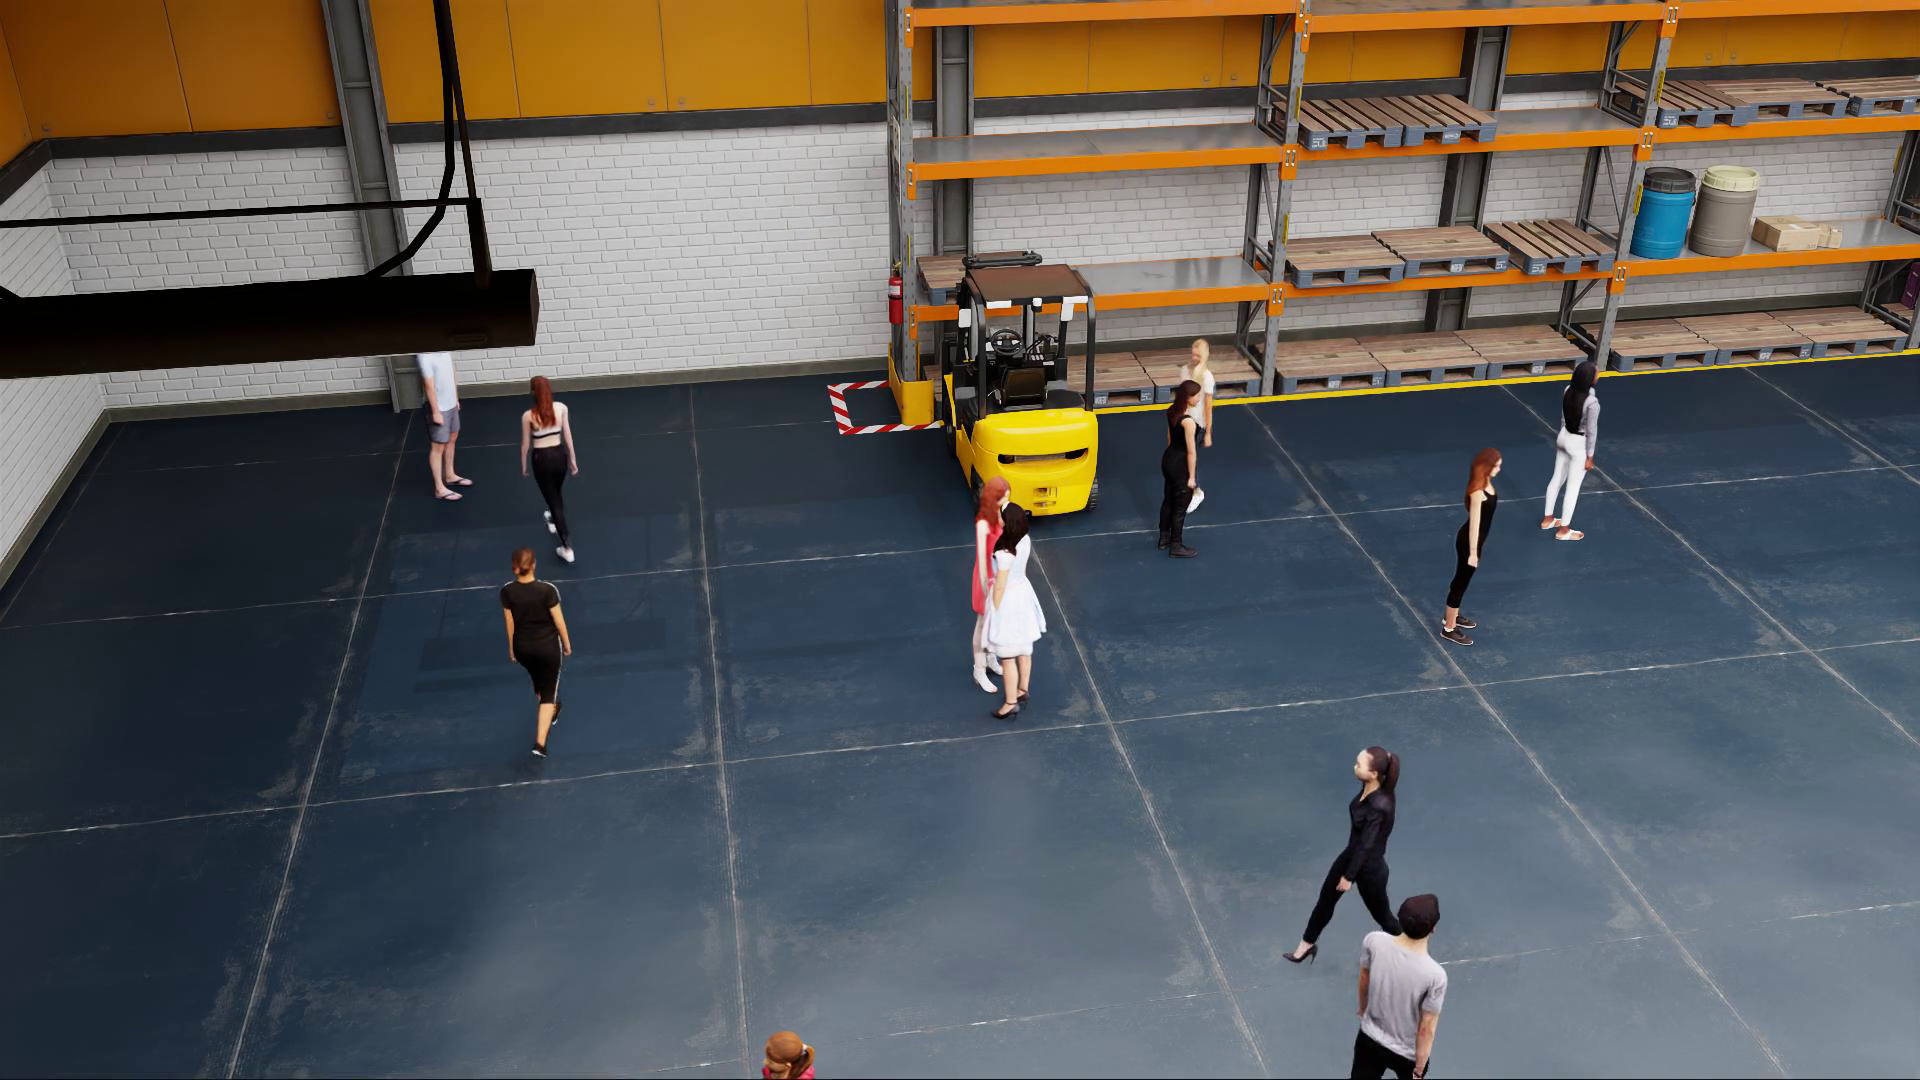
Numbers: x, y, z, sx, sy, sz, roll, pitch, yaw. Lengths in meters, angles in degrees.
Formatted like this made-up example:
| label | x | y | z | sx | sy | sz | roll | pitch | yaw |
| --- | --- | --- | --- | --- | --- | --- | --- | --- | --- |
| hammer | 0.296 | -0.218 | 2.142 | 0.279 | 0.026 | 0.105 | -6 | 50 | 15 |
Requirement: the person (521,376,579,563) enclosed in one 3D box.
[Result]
| label | x | y | z | sx | sy | sz | roll | pitch | yaw |
| --- | --- | --- | --- | --- | --- | --- | --- | --- | --- |
| person | -3.642 | -0.611 | 14.884 | 1.112 | 1.698 | 0.961 | -17 | 33 | -29 |

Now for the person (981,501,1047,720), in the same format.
| label | x | y | z | sx | sy | sz | roll | pitch | yaw |
| --- | --- | --- | --- | --- | --- | --- | --- | --- | --- |
| person | 0.398 | 0.538 | 12.658 | 0.912 | 1.812 | 0.859 | 14 | 32 | 24 |

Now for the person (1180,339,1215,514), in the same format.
| label | x | y | z | sx | sy | sz | roll | pitch | yaw |
| --- | --- | --- | --- | --- | --- | --- | --- | --- | --- |
| person | 2.275 | -1.063 | 15.605 | 0.702 | 1.801 | 0.752 | -11 | 31 | -20 |

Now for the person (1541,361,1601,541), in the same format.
| label | x | y | z | sx | sy | sz | roll | pitch | yaw |
| --- | --- | --- | --- | --- | --- | --- | --- | --- | --- |
| person | 5.638 | -0.840 | 15.275 | 0.555 | 1.725 | 0.615 | -8 | 30 | -15 |

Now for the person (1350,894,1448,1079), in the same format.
| label | x | y | z | sx | sy | sz | roll | pitch | yaw |
| --- | --- | --- | --- | --- | --- | --- | --- | --- | --- |
| person | 2.201 | 2.685 | 8.712 | 1.128 | 1.822 | 1.285 | 24 | 37 | 37 |

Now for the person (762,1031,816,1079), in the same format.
| label | x | y | z | sx | sy | sz | roll | pitch | yaw |
| --- | --- | --- | --- | --- | --- | --- | --- | --- | --- |
| person | -0.875 | 3.037 | 8.592 | 0.579 | 1.318 | 0.572 | -14 | 32 | -24 |

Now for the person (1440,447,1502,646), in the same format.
| label | x | y | z | sx | sy | sz | roll | pitch | yaw |
| --- | --- | --- | --- | --- | --- | --- | --- | --- | --- |
| person | 4.212 | 0.016 | 13.710 | 0.670 | 1.721 | 0.658 | 10 | 30 | 18 |

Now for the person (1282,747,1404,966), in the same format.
| label | x | y | z | sx | sy | sz | roll | pitch | yaw |
| --- | --- | --- | --- | --- | --- | --- | --- | --- | --- |
| person | 2.538 | 2.008 | 10.110 | 1.094 | 1.671 | 0.738 | 1 | 29 | 3 |

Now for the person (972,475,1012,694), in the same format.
| label | x | y | z | sx | sy | sz | roll | pitch | yaw |
| --- | --- | --- | --- | --- | --- | --- | --- | --- | --- |
| person | 0.238 | 0.324 | 13.036 | 0.686 | 1.826 | 0.672 | 11 | 31 | 20 |

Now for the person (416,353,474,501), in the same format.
| label | x | y | z | sx | sy | sz | roll | pitch | yaw |
| --- | --- | --- | --- | --- | --- | --- | --- | --- | --- |
| person | -5.011 | -1.292 | 15.995 | 0.667 | 1.829 | 0.707 | 5 | 29 | 9 |

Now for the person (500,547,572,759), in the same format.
| label | x | y | z | sx | sy | sz | roll | pitch | yaw |
| --- | --- | --- | --- | --- | --- | --- | --- | --- | --- |
| person | -3.140 | 0.840 | 12.289 | 1.078 | 1.635 | 0.820 | 2 | 29 | 3 |

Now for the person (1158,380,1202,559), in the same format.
| label | x | y | z | sx | sy | sz | roll | pitch | yaw |
| --- | --- | --- | --- | --- | --- | --- | --- | --- | --- |
| person | 1.977 | -0.649 | 14.965 | 0.589 | 1.686 | 0.614 | -10 | 30 | -18 |
